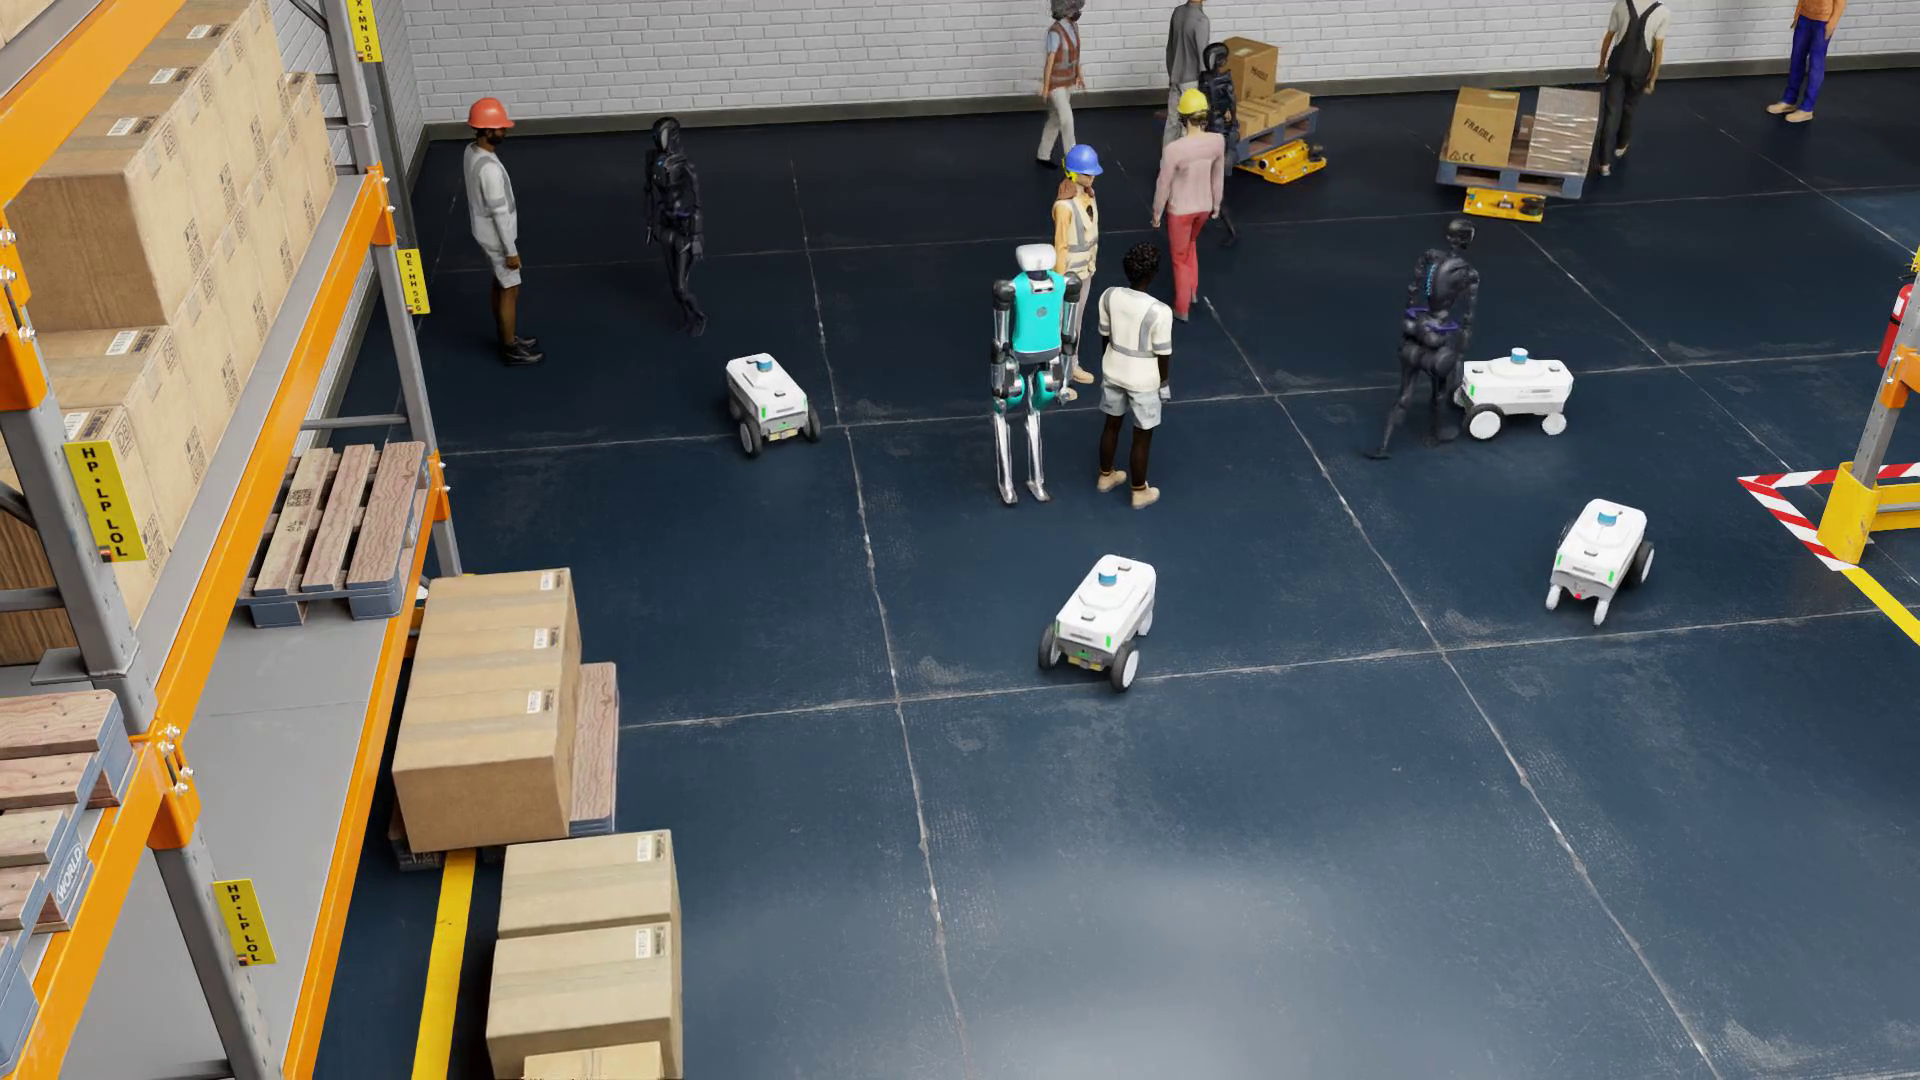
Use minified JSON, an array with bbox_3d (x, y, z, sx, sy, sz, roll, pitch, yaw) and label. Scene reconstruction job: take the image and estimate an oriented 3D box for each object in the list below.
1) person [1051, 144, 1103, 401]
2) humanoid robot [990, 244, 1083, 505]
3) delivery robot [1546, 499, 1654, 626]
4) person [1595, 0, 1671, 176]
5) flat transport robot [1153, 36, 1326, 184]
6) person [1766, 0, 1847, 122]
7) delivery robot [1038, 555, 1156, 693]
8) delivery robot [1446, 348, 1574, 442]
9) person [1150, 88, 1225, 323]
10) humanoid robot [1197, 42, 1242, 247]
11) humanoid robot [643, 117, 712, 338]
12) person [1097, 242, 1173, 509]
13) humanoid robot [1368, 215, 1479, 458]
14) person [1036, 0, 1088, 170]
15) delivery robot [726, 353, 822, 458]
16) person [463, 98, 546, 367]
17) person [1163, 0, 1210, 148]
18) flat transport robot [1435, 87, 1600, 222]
[{"bbox_3d":[0.786,-1.819,11.258,0.321,1.776,0.481,17,37,24],"label":"person"},{"bbox_3d":[0.387,-1.041,10.054,0.530,1.739,0.683,-8,34,-13],"label":"humanoid robot"},{"bbox_3d":[3.642,0.081,9.481,0.499,0.611,0.809,20,38,27],"label":"delivery robot"},{"bbox_3d":[6.005,-4.225,14.946,0.542,1.791,0.949,15,36,21],"label":"person"},{"bbox_3d":[2.625,-3.646,15.439,0.659,0.231,1.431,-28,42,-36],"label":"flat transport robot"},{"bbox_3d":[8.258,-5.052,16.043,0.401,1.973,0.515,-12,35,-18],"label":"person"},{"bbox_3d":[0.786,0.401,8.967,0.499,0.583,0.758,15,36,22],"label":"delivery robot"},{"bbox_3d":[3.668,-0.992,11.114,0.789,0.598,0.499,-1,33,-2],"label":"delivery robot"},{"bbox_3d":[1.646,-2.465,12.262,0.544,1.751,0.458,-16,37,-23],"label":"person"},{"bbox_3d":[2.103,-3.225,13.512,0.391,1.638,0.608,-15,36,-21],"label":"humanoid robot"},{"bbox_3d":[-2.056,-2.251,12.011,0.598,1.644,0.334,22,39,30],"label":"humanoid robot"},{"bbox_3d":[1.053,-0.990,10.069,0.533,1.692,0.320,29,43,36],"label":"person"},{"bbox_3d":[2.981,-1.262,10.536,0.639,1.649,0.591,-16,36,-23],"label":"humanoid robot"},{"bbox_3d":[0.982,-4.034,14.750,0.765,1.652,0.466,19,38,26],"label":"person"},{"bbox_3d":[-1.280,-0.940,11.024,0.499,0.587,0.777,-15,36,-22],"label":"delivery robot"},{"bbox_3d":[-3.196,-2.133,11.610,0.388,1.926,0.546,-16,36,-23],"label":"person"},{"bbox_3d":[1.980,-4.016,14.517,0.375,1.896,0.546,-18,37,-25],"label":"person"},{"bbox_3d":[4.856,-3.176,14.719,0.659,0.231,1.431,11,35,16],"label":"flat transport robot"}]
